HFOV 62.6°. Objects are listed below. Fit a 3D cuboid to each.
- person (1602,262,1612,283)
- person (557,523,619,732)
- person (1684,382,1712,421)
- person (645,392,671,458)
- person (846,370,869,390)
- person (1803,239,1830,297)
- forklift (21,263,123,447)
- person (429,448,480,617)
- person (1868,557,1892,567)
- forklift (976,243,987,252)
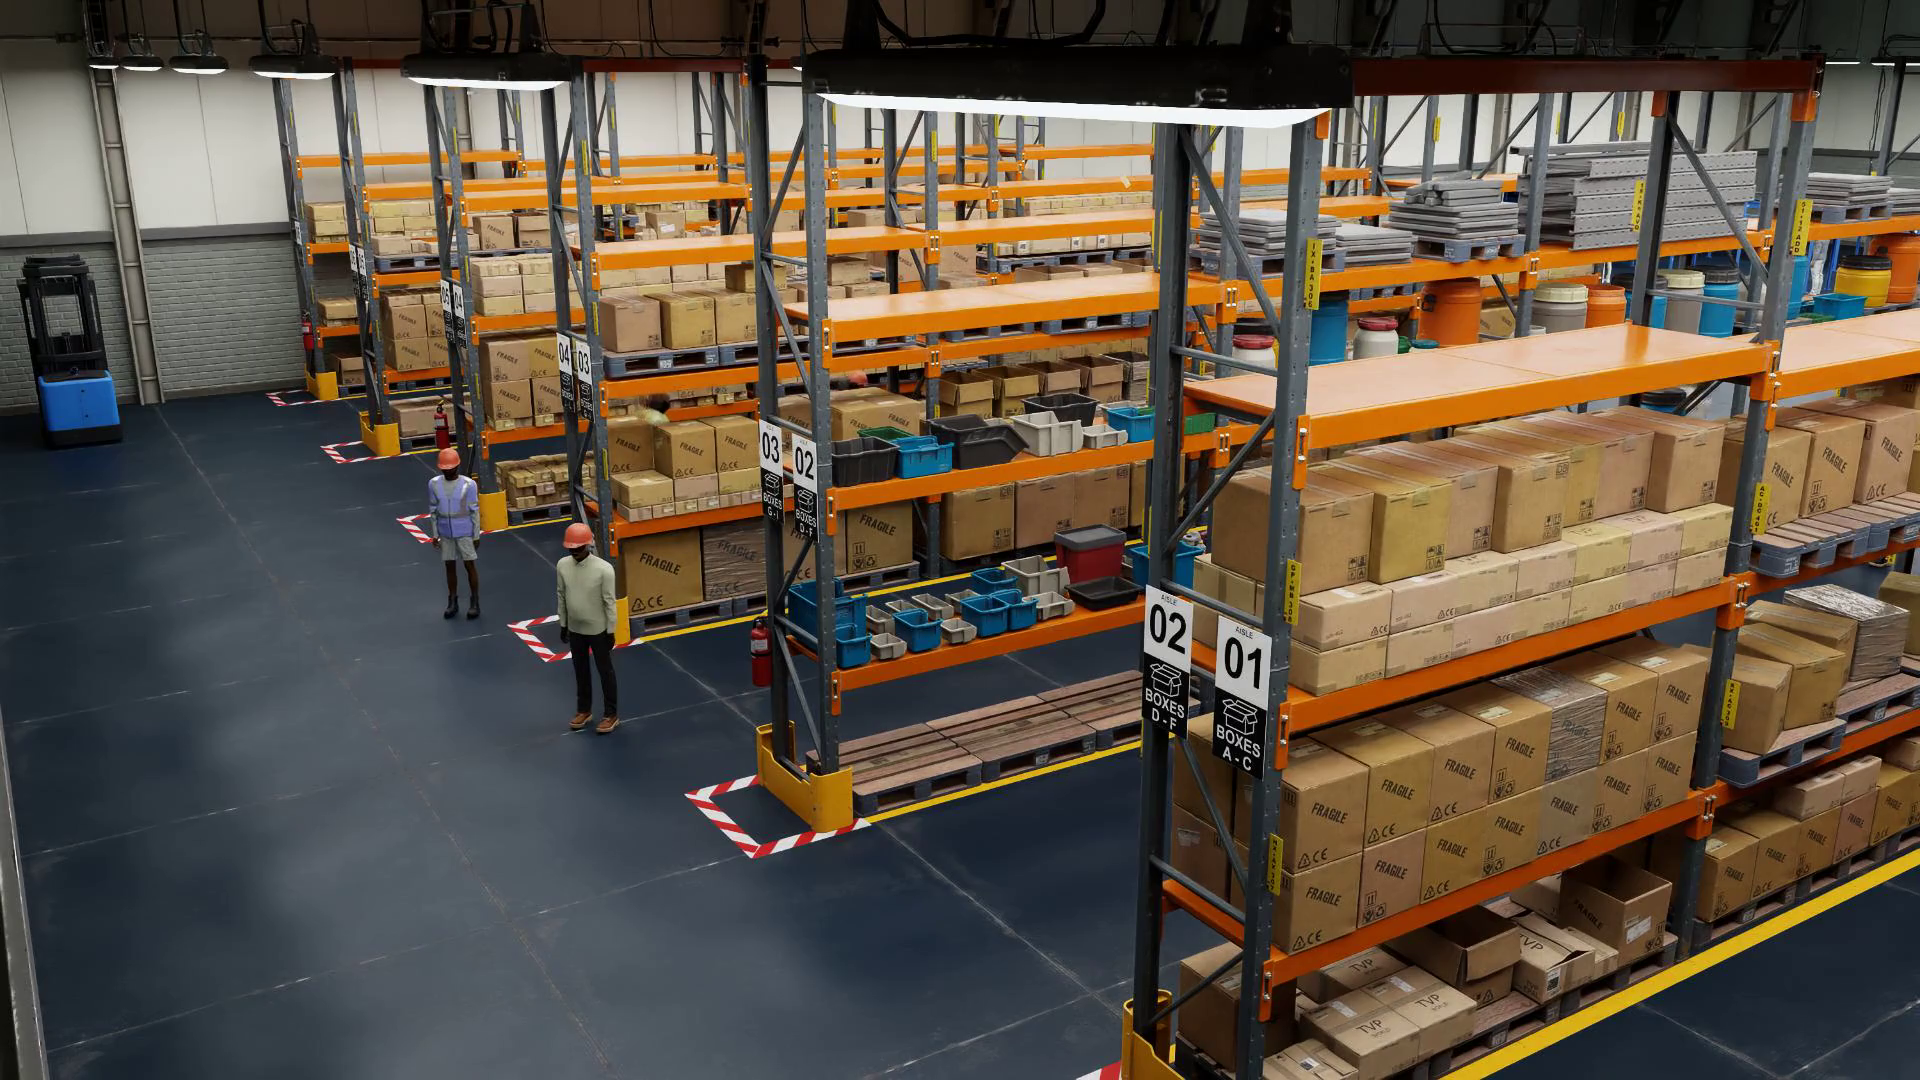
[{"bbox_3d":[17.916,-8.063,43.705,0.516,1.865,0.325,-6,18,-18],"label":"person"},{"bbox_3d":[-3.418,0.790,14.461,0.615,1.987,0.407,6,18,20],"label":"person"},{"bbox_3d":[10.201,-1.415,21.832,0.946,1.898,0.653,-5,18,-15],"label":"person"},{"bbox_3d":[-3.996,-1.074,20.835,0.568,1.832,0.623,-6,18,-18],"label":"person"},{"bbox_3d":[-1.469,-1.282,21.230,0.598,2.007,0.950,12,21,35],"label":"person"},{"bbox_3d":[22.220,-7.239,40.864,0.635,1.938,0.359,-15,22,-40],"label":"person"},{"bbox_3d":[-14.518,-3.079,25.708,1.129,2.768,1.873,-10,20,-31],"label":"forklift"},{"bbox_3d":[-5.567,-0.084,17.426,0.545,1.929,0.389,1,17,3],"label":"person"},{"bbox_3d":[11.299,-0.661,19.250,0.361,1.962,0.613,-3,17,-8],"label":"person"},{"bbox_3d":[0.988,-5.474,34.718,1.214,2.155,2.313,-10,20,-31],"label":"forklift"}]
